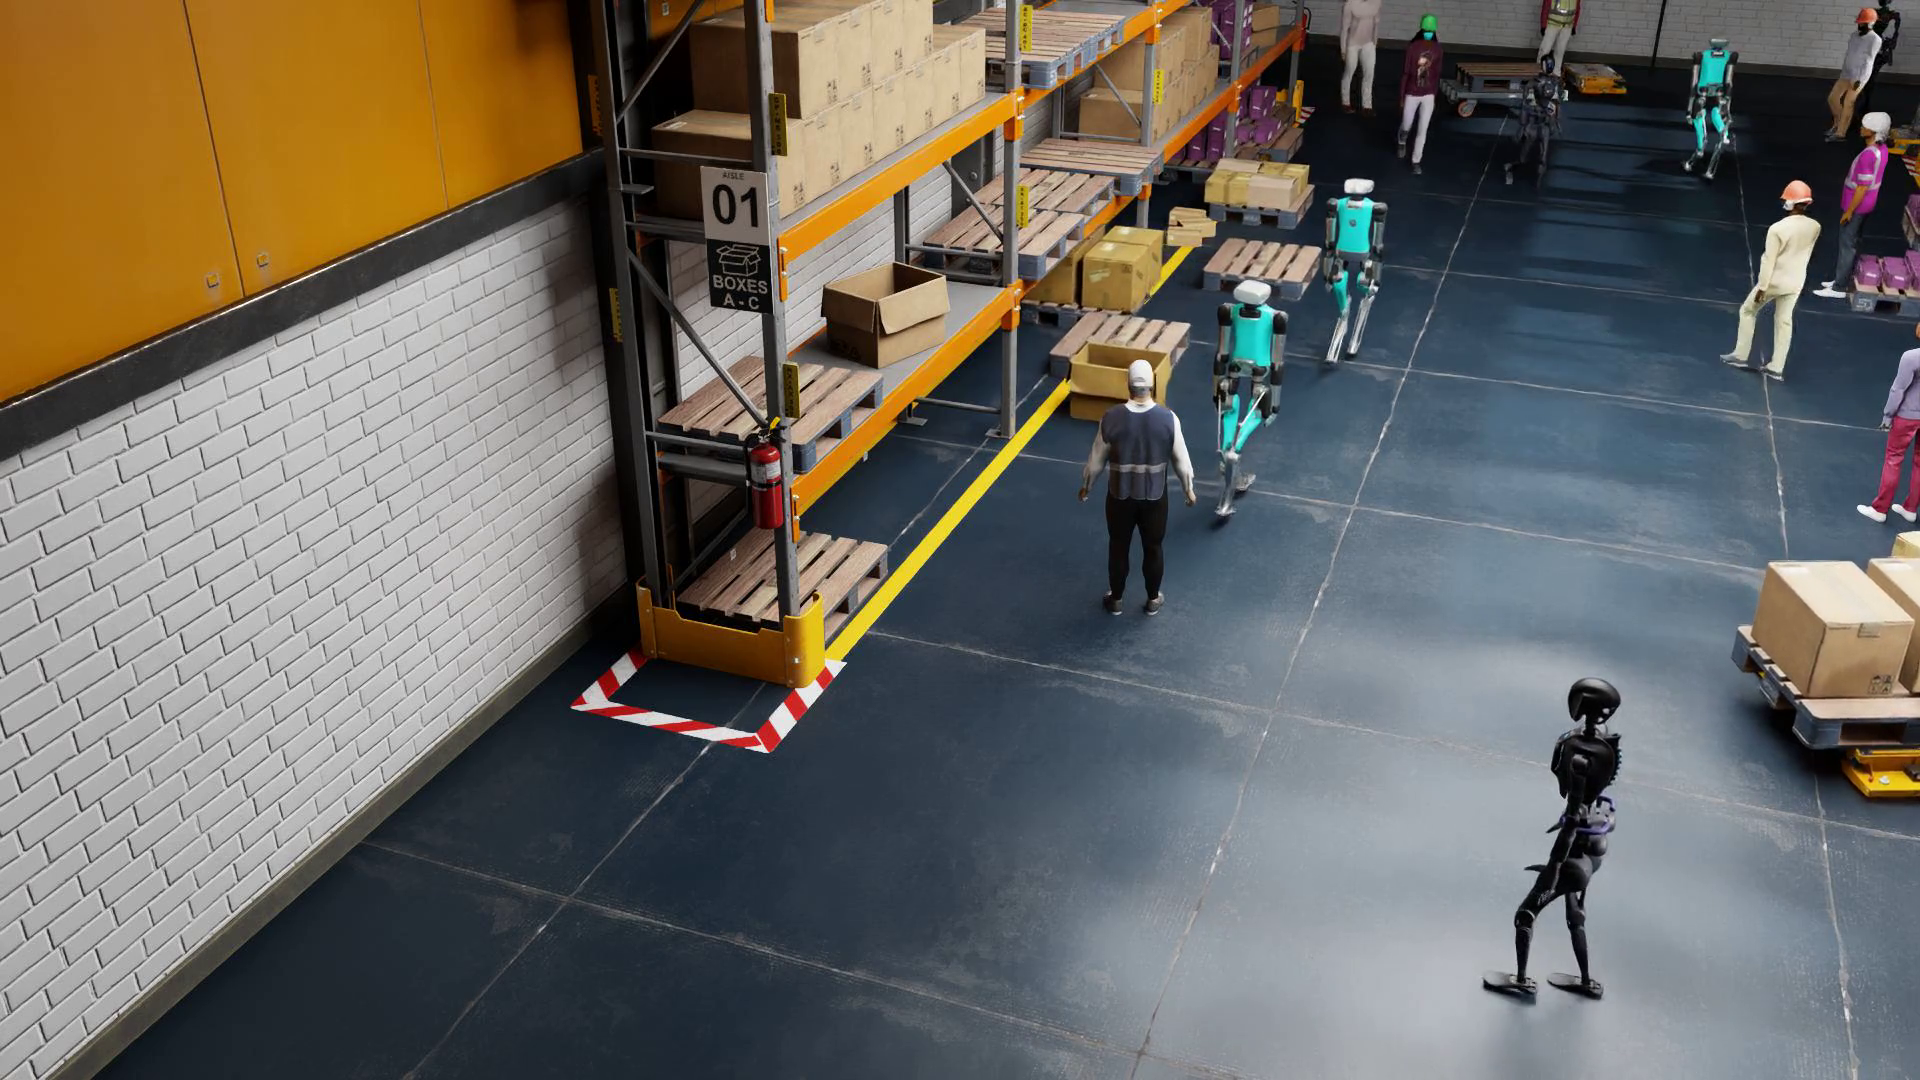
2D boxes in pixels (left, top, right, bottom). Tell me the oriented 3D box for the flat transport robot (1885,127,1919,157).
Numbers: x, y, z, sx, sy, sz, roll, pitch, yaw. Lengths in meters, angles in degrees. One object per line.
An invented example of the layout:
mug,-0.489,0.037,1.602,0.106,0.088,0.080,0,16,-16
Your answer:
flat transport robot,12.816,-5.173,21.786,1.431,0.231,0.659,10,29,18

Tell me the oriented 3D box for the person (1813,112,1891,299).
person,8.860,-3.308,16.443,0.334,1.847,0.522,21,34,35

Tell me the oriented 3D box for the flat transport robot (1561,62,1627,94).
flat transport robot,9.687,-7.081,25.485,0.659,0.231,1.431,2,27,4

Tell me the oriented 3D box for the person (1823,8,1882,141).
person,11.879,-6.193,22.154,0.400,1.736,0.574,-5,28,-10

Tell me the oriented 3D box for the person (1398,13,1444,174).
person,5.754,-5.624,20.850,0.501,1.927,0.755,2,27,4

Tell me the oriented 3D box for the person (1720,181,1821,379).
person,7.148,-2.306,14.627,0.588,1.725,0.685,-9,29,-18

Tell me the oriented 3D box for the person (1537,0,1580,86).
person,9.059,-7.783,25.147,0.624,1.838,0.431,-7,28,-12

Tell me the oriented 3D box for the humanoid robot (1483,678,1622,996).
humanoid robot,2.790,1.367,7.574,0.520,1.639,0.600,14,31,26

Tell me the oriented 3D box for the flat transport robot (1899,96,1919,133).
flat transport robot,13.350,-5.409,22.243,1.431,0.231,0.659,15,31,27

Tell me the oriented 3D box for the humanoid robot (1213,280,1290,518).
humanoid robot,1.985,-0.947,12.027,0.543,1.751,1.043,15,31,27

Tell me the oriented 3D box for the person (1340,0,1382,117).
person,5.651,-6.895,23.339,0.657,1.903,0.897,-7,28,-14

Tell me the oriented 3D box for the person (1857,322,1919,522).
person,6.891,-0.890,11.993,0.498,1.629,0.288,-3,27,-6

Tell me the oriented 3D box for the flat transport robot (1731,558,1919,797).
flat transport robot,5.302,1.026,9.761,0.659,0.231,1.431,-1,27,-1

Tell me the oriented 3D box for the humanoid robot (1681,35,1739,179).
humanoid robot,9.157,-5.192,20.245,0.539,1.741,1.022,1,27,3

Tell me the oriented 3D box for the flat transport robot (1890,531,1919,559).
flat transport robot,6.656,0.573,10.639,0.659,0.231,1.431,-7,28,-13

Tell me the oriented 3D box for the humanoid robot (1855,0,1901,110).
humanoid robot,13.096,-6.994,23.789,0.327,1.655,0.588,-22,34,-36

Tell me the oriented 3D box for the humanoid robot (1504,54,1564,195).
humanoid robot,6.921,-5.017,19.974,0.608,1.636,0.660,-7,28,-13

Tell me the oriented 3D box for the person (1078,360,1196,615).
person,1.144,-0.323,10.754,0.762,1.754,0.449,2,27,4

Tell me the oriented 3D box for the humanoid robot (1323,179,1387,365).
humanoid robot,3.500,-2.382,14.749,0.547,1.735,0.987,12,30,22
